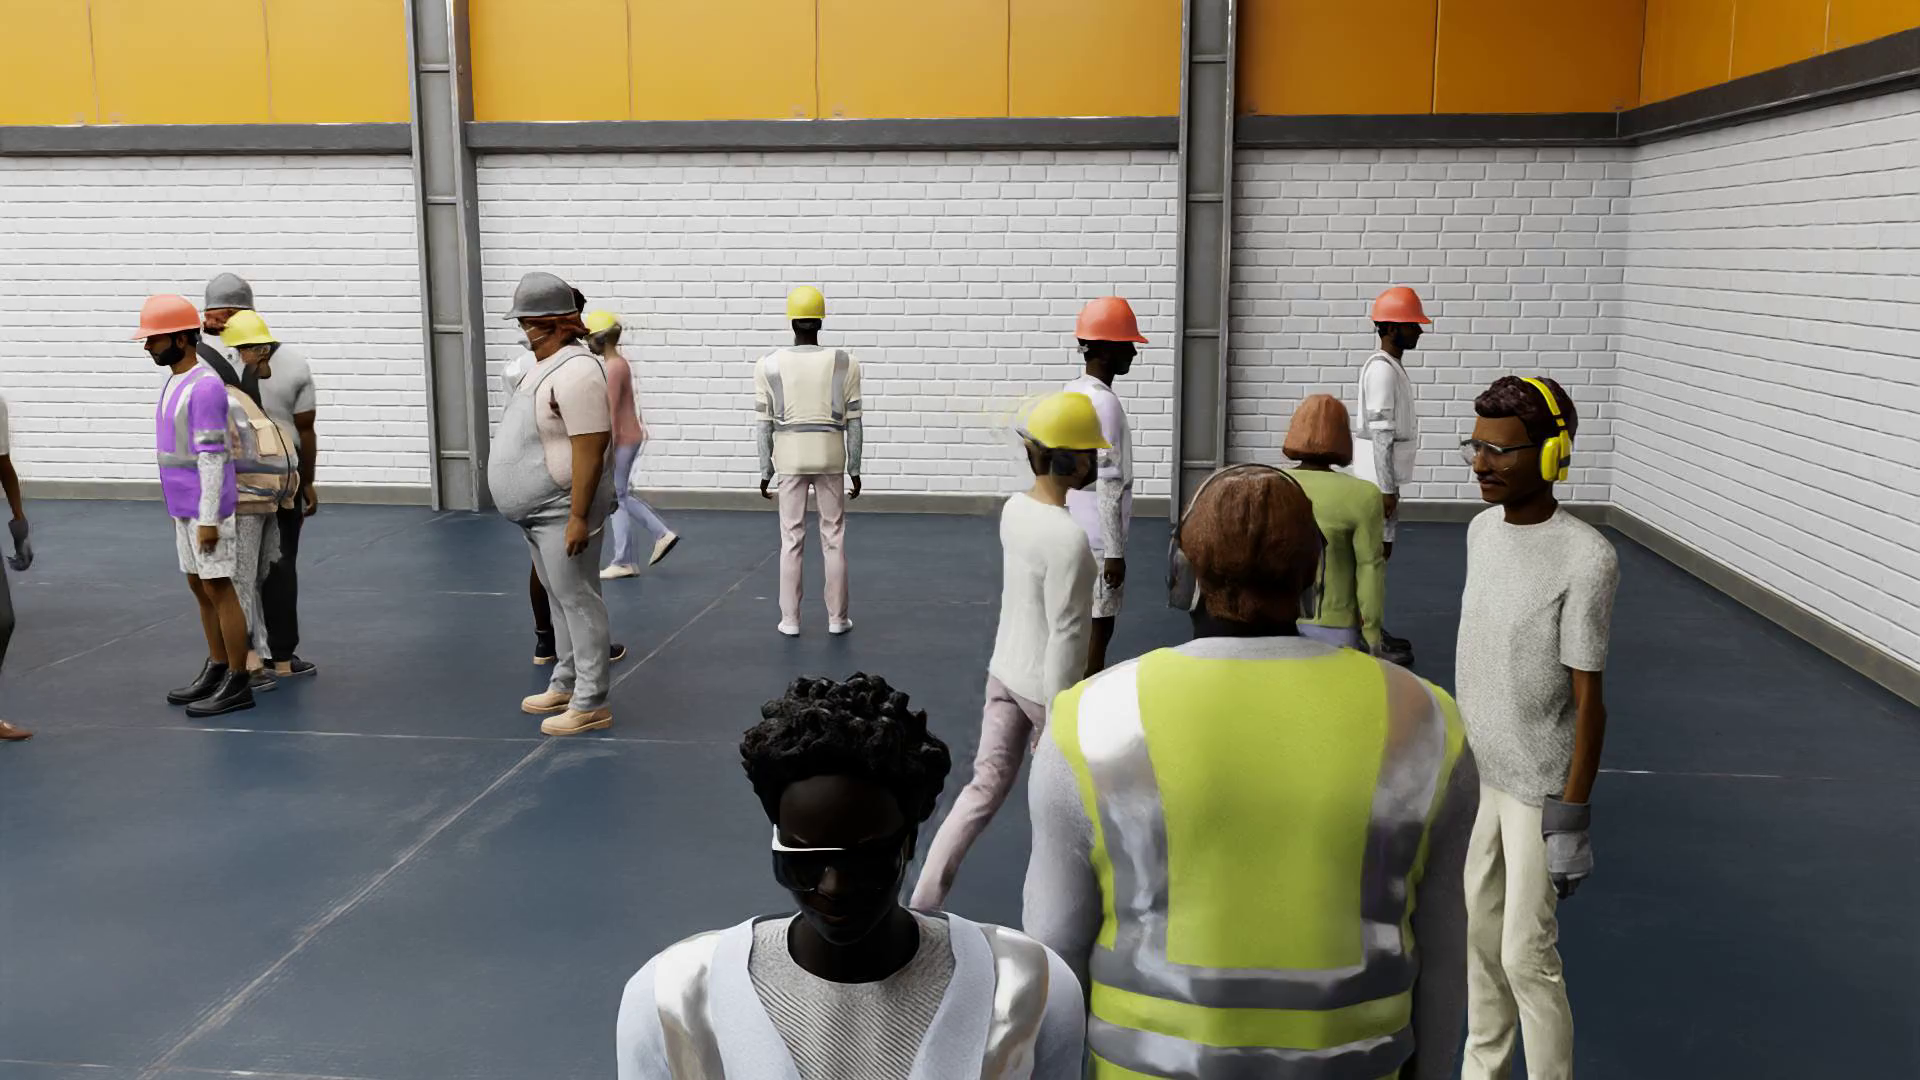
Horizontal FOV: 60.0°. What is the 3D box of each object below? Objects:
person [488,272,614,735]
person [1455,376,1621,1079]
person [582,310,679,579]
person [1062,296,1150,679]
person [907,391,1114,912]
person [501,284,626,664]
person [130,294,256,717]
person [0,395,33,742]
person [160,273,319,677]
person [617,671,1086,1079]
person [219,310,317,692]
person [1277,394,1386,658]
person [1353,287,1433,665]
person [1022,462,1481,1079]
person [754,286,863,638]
[{"bbox_3d":[-1.808,-0.166,7.363,0.535,2.000,0.687,-5,11,-25],"label":"person"},{"bbox_3d":[1.244,0.557,3.755,0.322,1.860,0.519,-2,10,-13],"label":"person"},{"bbox_3d":[-2.185,-0.620,10.808,0.521,1.738,0.560,0,10,-2],"label":"person"},{"bbox_3d":[0.585,-0.031,6.881,0.365,1.935,0.552,-2,10,-13],"label":"person"},{"bbox_3d":[0.222,0.418,4.932,0.899,1.723,0.539,-4,11,-24],"label":"person"},{"bbox_3d":[-2.017,-0.324,8.499,0.602,1.958,0.380,3,10,17],"label":"person"},{"bbox_3d":[-3.526,-0.155,7.627,0.382,1.929,0.541,-9,13,-41],"label":"person"},{"bbox_3d":[-4.188,0.011,6.918,0.378,1.852,0.666,5,11,28],"label":"person"},{"bbox_3d":[-3.510,-0.306,8.164,0.704,2.000,0.638,-5,11,-26],"label":"person"},{"bbox_3d":[-0.118,0.967,1.858,0.540,1.695,0.317,-1,10,-6],"label":"person"},{"bbox_3d":[-3.428,-0.195,8.112,0.403,1.837,0.590,3,10,16],"label":"person"},{"bbox_3d":[1.229,0.307,5.848,0.525,1.628,0.277,5,11,27],"label":"person"},{"bbox_3d":[2.222,-0.332,8.607,0.362,1.938,0.545,2,10,14],"label":"person"},{"bbox_3d":[0.401,0.804,2.425,0.645,1.831,0.430,0,10,2],"label":"person"},{"bbox_3d":[-0.824,-0.420,9.131,0.587,1.930,0.361,-1,10,-6],"label":"person"}]
